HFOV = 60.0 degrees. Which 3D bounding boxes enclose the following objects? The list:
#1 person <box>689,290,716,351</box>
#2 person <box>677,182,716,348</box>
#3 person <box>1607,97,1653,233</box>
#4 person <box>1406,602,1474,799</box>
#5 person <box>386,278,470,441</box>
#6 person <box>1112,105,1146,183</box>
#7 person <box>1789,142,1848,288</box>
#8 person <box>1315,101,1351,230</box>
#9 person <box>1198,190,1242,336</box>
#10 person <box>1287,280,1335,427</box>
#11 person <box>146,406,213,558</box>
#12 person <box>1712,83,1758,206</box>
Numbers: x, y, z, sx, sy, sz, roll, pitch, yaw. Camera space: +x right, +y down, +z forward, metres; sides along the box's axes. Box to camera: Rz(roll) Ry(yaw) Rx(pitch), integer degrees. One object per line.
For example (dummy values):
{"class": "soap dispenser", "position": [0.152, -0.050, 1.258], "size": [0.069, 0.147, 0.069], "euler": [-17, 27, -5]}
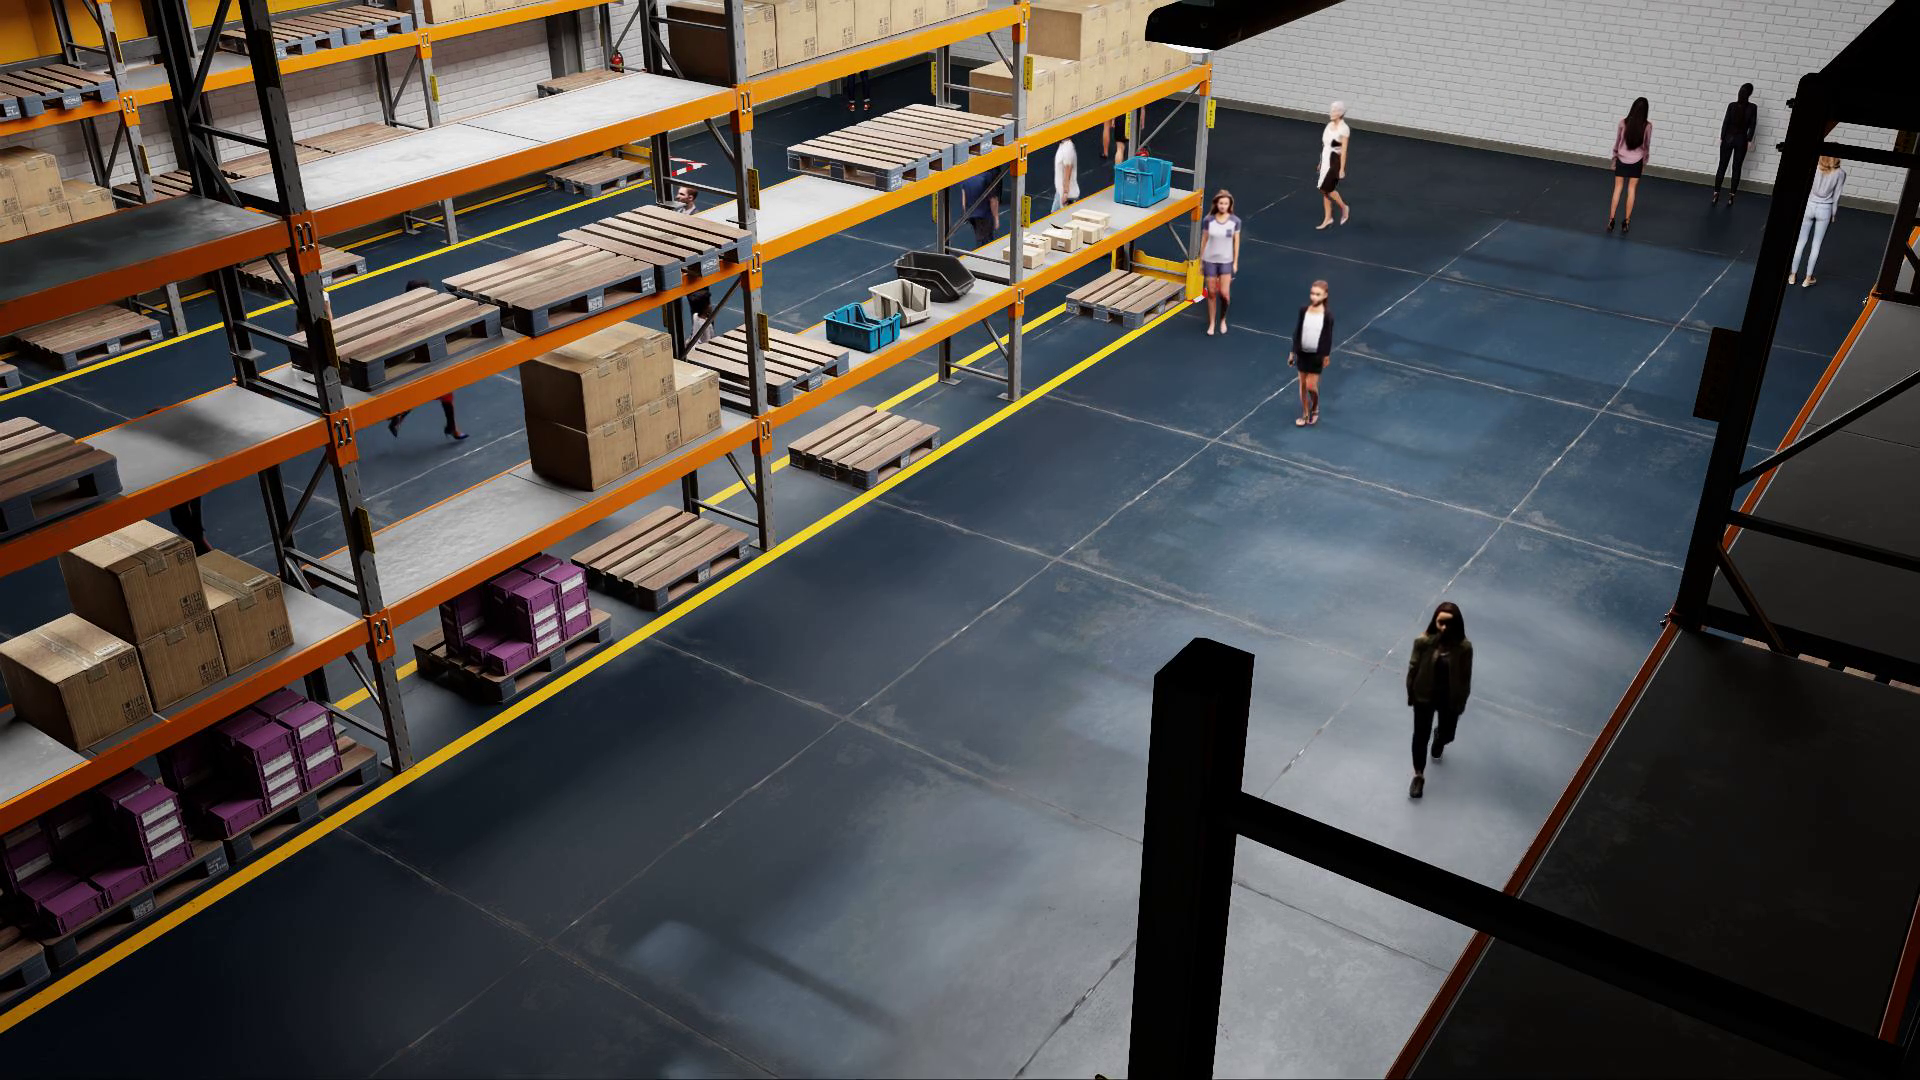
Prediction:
{"class": "person", "position": [-2.684, -2.004, 17.354], "size": [0.591, 1.257, 0.556], "euler": [-15, 32, -25]}
{"class": "person", "position": [-2.968, -3.056, 18.572], "size": [0.658, 1.938, 0.711], "euler": [-22, 36, -35]}
{"class": "person", "position": [8.996, -5.042, 22.344], "size": [0.646, 1.811, 0.569], "euler": [14, 31, 23]}
{"class": "person", "position": [3.315, 1.053, 11.533], "size": [0.734, 1.464, 0.919], "euler": [9, 30, 16]}
{"class": "person", "position": [-5.310, -1.719, 16.350], "size": [1.084, 1.719, 0.875], "euler": [-14, 31, -23]}
{"class": "person", "position": [2.455, -6.061, 24.317], "size": [0.743, 1.712, 0.758], "euler": [4, 29, 6]}
{"class": "person", "position": [10.561, -4.021, 20.488], "size": [0.593, 1.797, 0.517], "euler": [21, 35, 33]}
{"class": "person", "position": [5.103, -5.037, 22.403], "size": [0.927, 1.746, 0.856], "euler": [-8, 30, -14]}
{"class": "person", "position": [2.964, -3.200, 19.067], "size": [0.668, 1.715, 0.685], "euler": [7, 29, 13]}
{"class": "person", "position": [3.589, -1.916, 16.893], "size": [0.531, 1.544, 0.578], "euler": [17, 33, 28]}
{"class": "person", "position": [-6.455, -0.329, 13.815], "size": [0.587, 1.705, 0.639], "euler": [-21, 35, -34]}
{"class": "person", "position": [10.938, -5.595, 23.462], "size": [0.605, 1.712, 0.538], "euler": [13, 31, 22]}
